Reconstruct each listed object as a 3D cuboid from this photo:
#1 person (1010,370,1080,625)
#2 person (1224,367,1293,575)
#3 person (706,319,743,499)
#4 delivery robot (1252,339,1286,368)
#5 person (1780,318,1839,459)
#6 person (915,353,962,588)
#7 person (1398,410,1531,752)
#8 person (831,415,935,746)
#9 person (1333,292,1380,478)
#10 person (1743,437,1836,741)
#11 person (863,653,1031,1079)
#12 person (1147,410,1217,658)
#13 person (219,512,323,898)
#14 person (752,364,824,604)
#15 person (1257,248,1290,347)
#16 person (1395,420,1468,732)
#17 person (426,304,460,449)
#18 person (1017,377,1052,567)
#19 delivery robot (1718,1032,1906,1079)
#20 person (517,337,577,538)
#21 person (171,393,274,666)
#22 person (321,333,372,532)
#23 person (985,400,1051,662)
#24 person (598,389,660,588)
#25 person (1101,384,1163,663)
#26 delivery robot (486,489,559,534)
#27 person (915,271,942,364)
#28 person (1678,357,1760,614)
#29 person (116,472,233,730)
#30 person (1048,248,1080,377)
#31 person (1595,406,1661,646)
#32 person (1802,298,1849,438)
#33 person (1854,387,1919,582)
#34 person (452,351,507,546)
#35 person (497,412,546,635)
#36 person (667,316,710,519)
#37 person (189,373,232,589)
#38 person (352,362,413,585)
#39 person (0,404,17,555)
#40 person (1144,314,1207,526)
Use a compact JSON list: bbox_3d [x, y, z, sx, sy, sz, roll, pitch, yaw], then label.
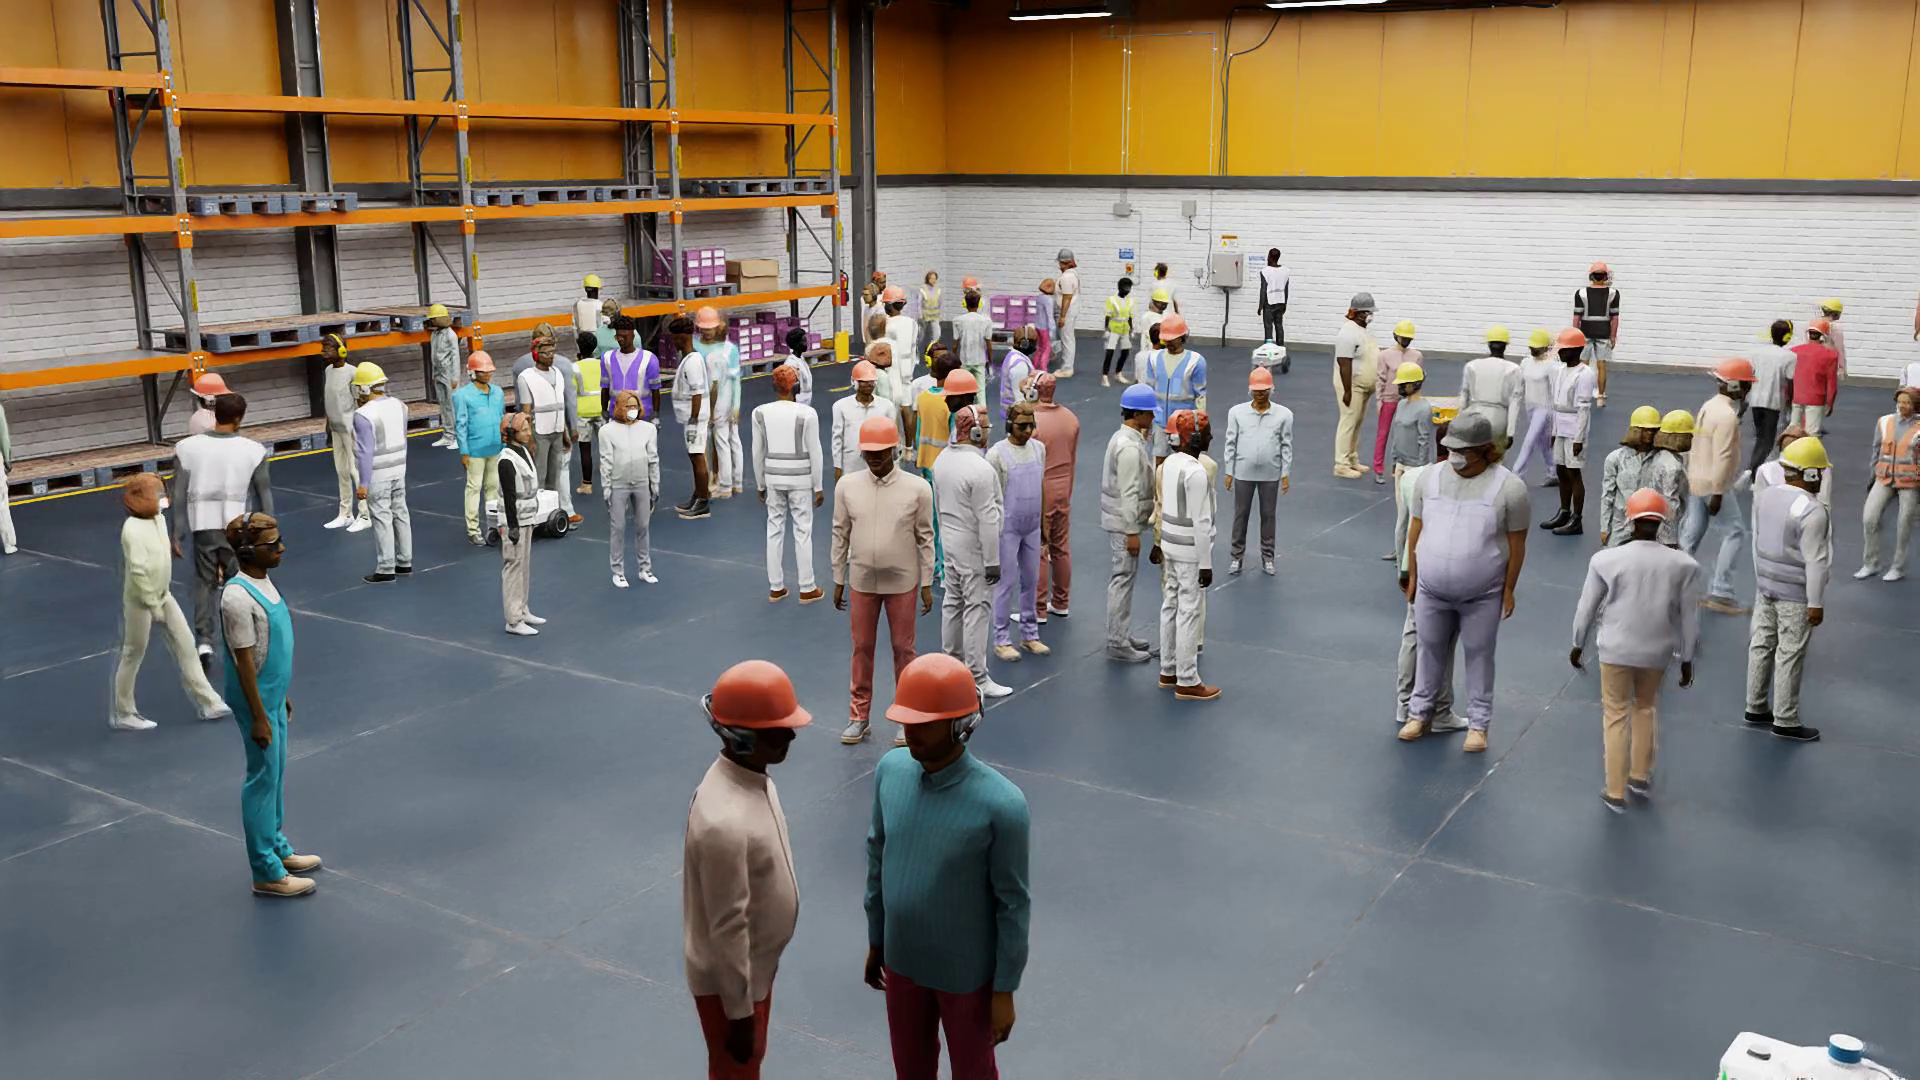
[{"bbox_3d":[0.603,-0.320,12.482,0.401,1.913,0.641,12,18,42],"label":"person"},{"bbox_3d":[2.491,-0.574,13.924,0.563,1.751,0.330,2,13,8],"label":"person"},{"bbox_3d":[-2.435,-1.334,17.021,0.351,1.846,0.507,6,14,25],"label":"person"},{"bbox_3d":[4.994,-2.996,26.853,0.477,0.478,0.707,8,15,30],"label":"delivery robot"},{"bbox_3d":[9.302,-1.555,18.219,0.354,1.738,0.573,-12,18,-42],"label":"person"},{"bbox_3d":[-0.136,-0.566,13.539,0.379,1.913,0.597,-9,16,-36],"label":"person"},{"bbox_3d":[2.941,0.237,9.779,0.684,2.000,0.536,8,15,32],"label":"person"},{"bbox_3d":[-0.460,0.246,9.840,0.623,1.992,0.397,2,13,8],"label":"person"},{"bbox_3d":[4.366,-1.708,18.213,0.536,2.000,0.688,7,15,29],"label":"person"},{"bbox_3d":[5.006,0.289,10.008,0.404,1.834,0.589,-2,13,-9],"label":"person"},{"bbox_3d":[-0.064,1.312,5.215,0.611,1.996,0.379,10,16,36],"label":"person"},{"bbox_3d":[1.525,-0.036,11.588,0.575,1.749,0.334,-11,17,-40],"label":"person"},{"bbox_3d":[-3.286,0.772,7.887,0.344,1.847,0.504,-3,13,-12],"label":"person"},{"bbox_3d":[-1.335,-0.432,13.024,0.573,1.883,0.354,4,14,17],"label":"person"},{"bbox_3d":[5.413,-4.069,28.724,0.594,1.919,0.387,-7,15,-26],"label":"person"},{"bbox_3d":[2.907,0.217,10.147,0.380,1.910,0.597,-9,16,-34],"label":"person"},{"bbox_3d":[-6.200,-1.964,19.982,0.492,1.740,0.325,11,17,40],"label":"person"},{"bbox_3d":[0.638,-0.572,14.172,0.310,1.636,0.523,9,16,33],"label":"person"},{"bbox_3d":[2.955,1.905,5.593,0.707,0.478,0.477,10,16,38],"label":"delivery robot"},{"bbox_3d":[-3.842,-0.961,15.400,0.390,1.846,0.565,6,14,24],"label":"person"},{"bbox_3d":[-5.040,-0.054,11.412,0.633,1.870,0.538,-3,13,-13],"label":"person"},{"bbox_3d":[-5.771,-1.008,15.566,0.518,1.865,0.327,8,15,32],"label":"person"},{"bbox_3d":[0.402,-0.068,11.561,0.516,1.835,0.355,-10,16,-37],"label":"person"},{"bbox_3d":[-2.685,-0.422,13.553,0.492,1.625,0.279,-7,15,-28],"label":"person"},{"bbox_3d":[1.183,-0.119,11.559,0.415,1.939,0.610,1,13,4],"label":"person"},{"bbox_3d":[-3.981,-0.295,15.134,0.477,0.478,0.707,6,14,24],"label":"delivery robot"},{"bbox_3d":[-0.545,-3.707,27.861,0.500,1.601,0.859,-5,14,-21],"label":"person"},{"bbox_3d":[5.873,-0.423,12.786,0.715,1.963,0.641,1,13,6],"label":"person"},{"bbox_3d":[-4.828,0.379,10.123,0.822,1.594,0.516,0,13,-2],"label":"person"},{"bbox_3d":[1.640,-3.623,26.520,0.538,2.000,0.684,3,13,11],"label":"person"},{"bbox_3d":[4.800,-0.086,11.826,0.489,1.746,0.286,1,13,4],"label":"person"},{"bbox_3d":[10.817,-2.135,20.727,0.635,1.747,0.527,-1,13,-5],"label":"person"},{"bbox_3d":[7.642,-0.441,13.612,0.560,1.619,0.539,-8,15,-33],"label":"person"},{"bbox_3d":[-4.303,-0.838,15.066,0.327,1.753,0.563,8,15,32],"label":"person"},{"bbox_3d":[-3.246,-0.127,12.235,0.310,1.638,0.522,0,13,-2],"label":"person"},{"bbox_3d":[-2.613,-1.184,16.125,0.390,1.957,0.607,-3,13,-11],"label":"person"},{"bbox_3d":[-6.028,-0.482,13.526,0.329,1.750,0.573,-11,17,-39],"label":"person"},{"bbox_3d":[-4.753,-0.545,13.634,0.404,1.830,0.587,4,14,17],"label":"person"},{"bbox_3d":[-8.545,-0.648,14.499,0.510,1.640,0.308,-10,16,-36],"label":"person"},{"bbox_3d":[1.994,-1.107,15.618,0.611,2.035,0.404,8,15,31],"label":"person"}]
